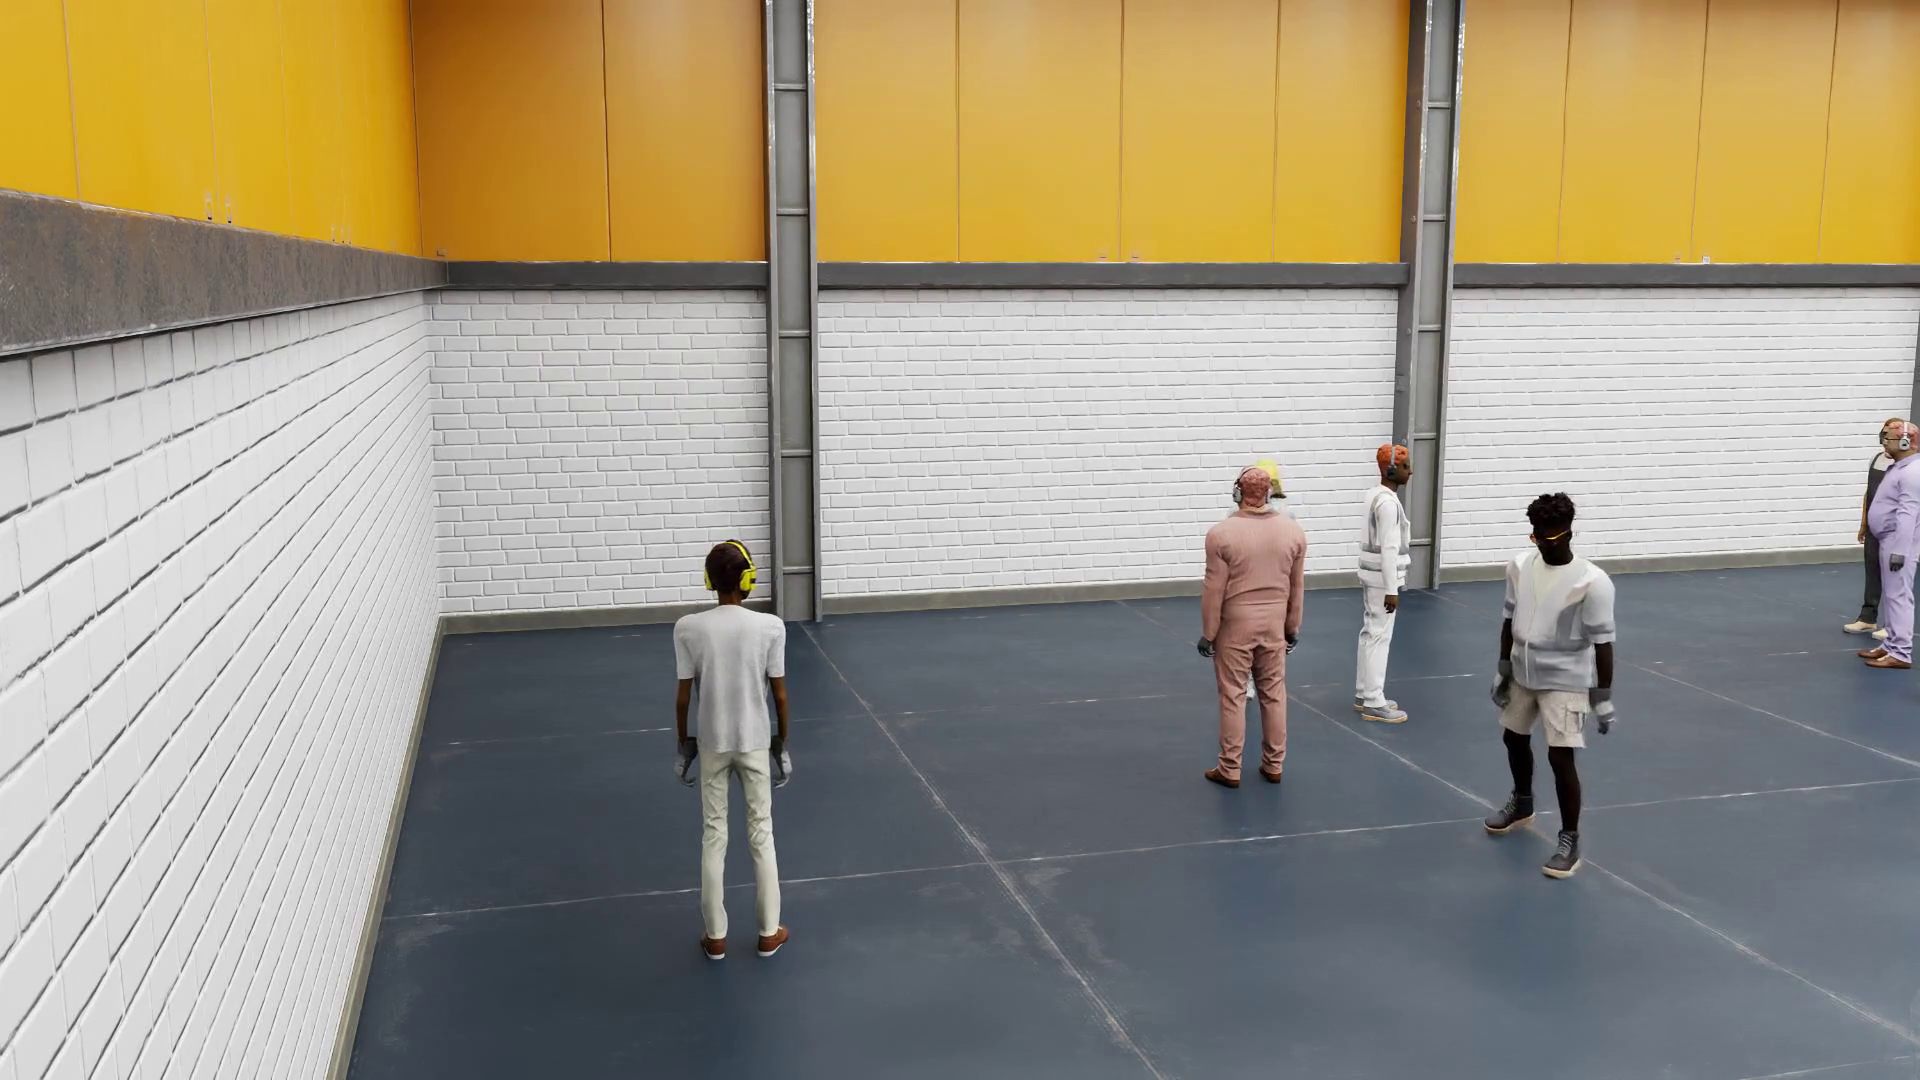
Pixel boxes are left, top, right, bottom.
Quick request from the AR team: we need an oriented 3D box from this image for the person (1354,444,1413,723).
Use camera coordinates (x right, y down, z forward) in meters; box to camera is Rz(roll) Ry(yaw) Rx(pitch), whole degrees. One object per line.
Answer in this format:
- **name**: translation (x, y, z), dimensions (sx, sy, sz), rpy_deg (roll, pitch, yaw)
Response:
- **person**: translation (2.882, 0.286, 11.323), dimensions (0.338, 1.882, 0.582), rpy_deg (1, 9, 4)

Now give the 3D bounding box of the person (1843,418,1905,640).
- **person**: translation (7.689, -0.096, 13.825), dimensions (0.342, 1.846, 0.507), rpy_deg (-3, 9, -16)

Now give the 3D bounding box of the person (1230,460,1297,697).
- **person**: translation (2.189, 0.266, 12.084), dimensions (0.467, 1.681, 0.979), rpy_deg (4, 10, 23)

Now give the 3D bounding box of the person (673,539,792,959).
- **person**: translation (-1.007, 0.929, 7.375), dimensions (0.516, 1.865, 0.325), rpy_deg (-1, 9, -3)

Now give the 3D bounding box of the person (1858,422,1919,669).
- **person**: translation (7.226, 0.036, 12.853), dimensions (0.401, 1.901, 0.646), rpy_deg (4, 10, 22)

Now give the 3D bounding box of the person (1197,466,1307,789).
- **person**: translation (1.706, 0.512, 9.842), dimensions (0.655, 1.906, 0.407), rpy_deg (-3, 9, -16)

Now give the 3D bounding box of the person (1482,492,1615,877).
- **person**: translation (3.030, 0.702, 8.567), dimensions (0.583, 1.940, 0.832), rpy_deg (-6, 11, -31)
